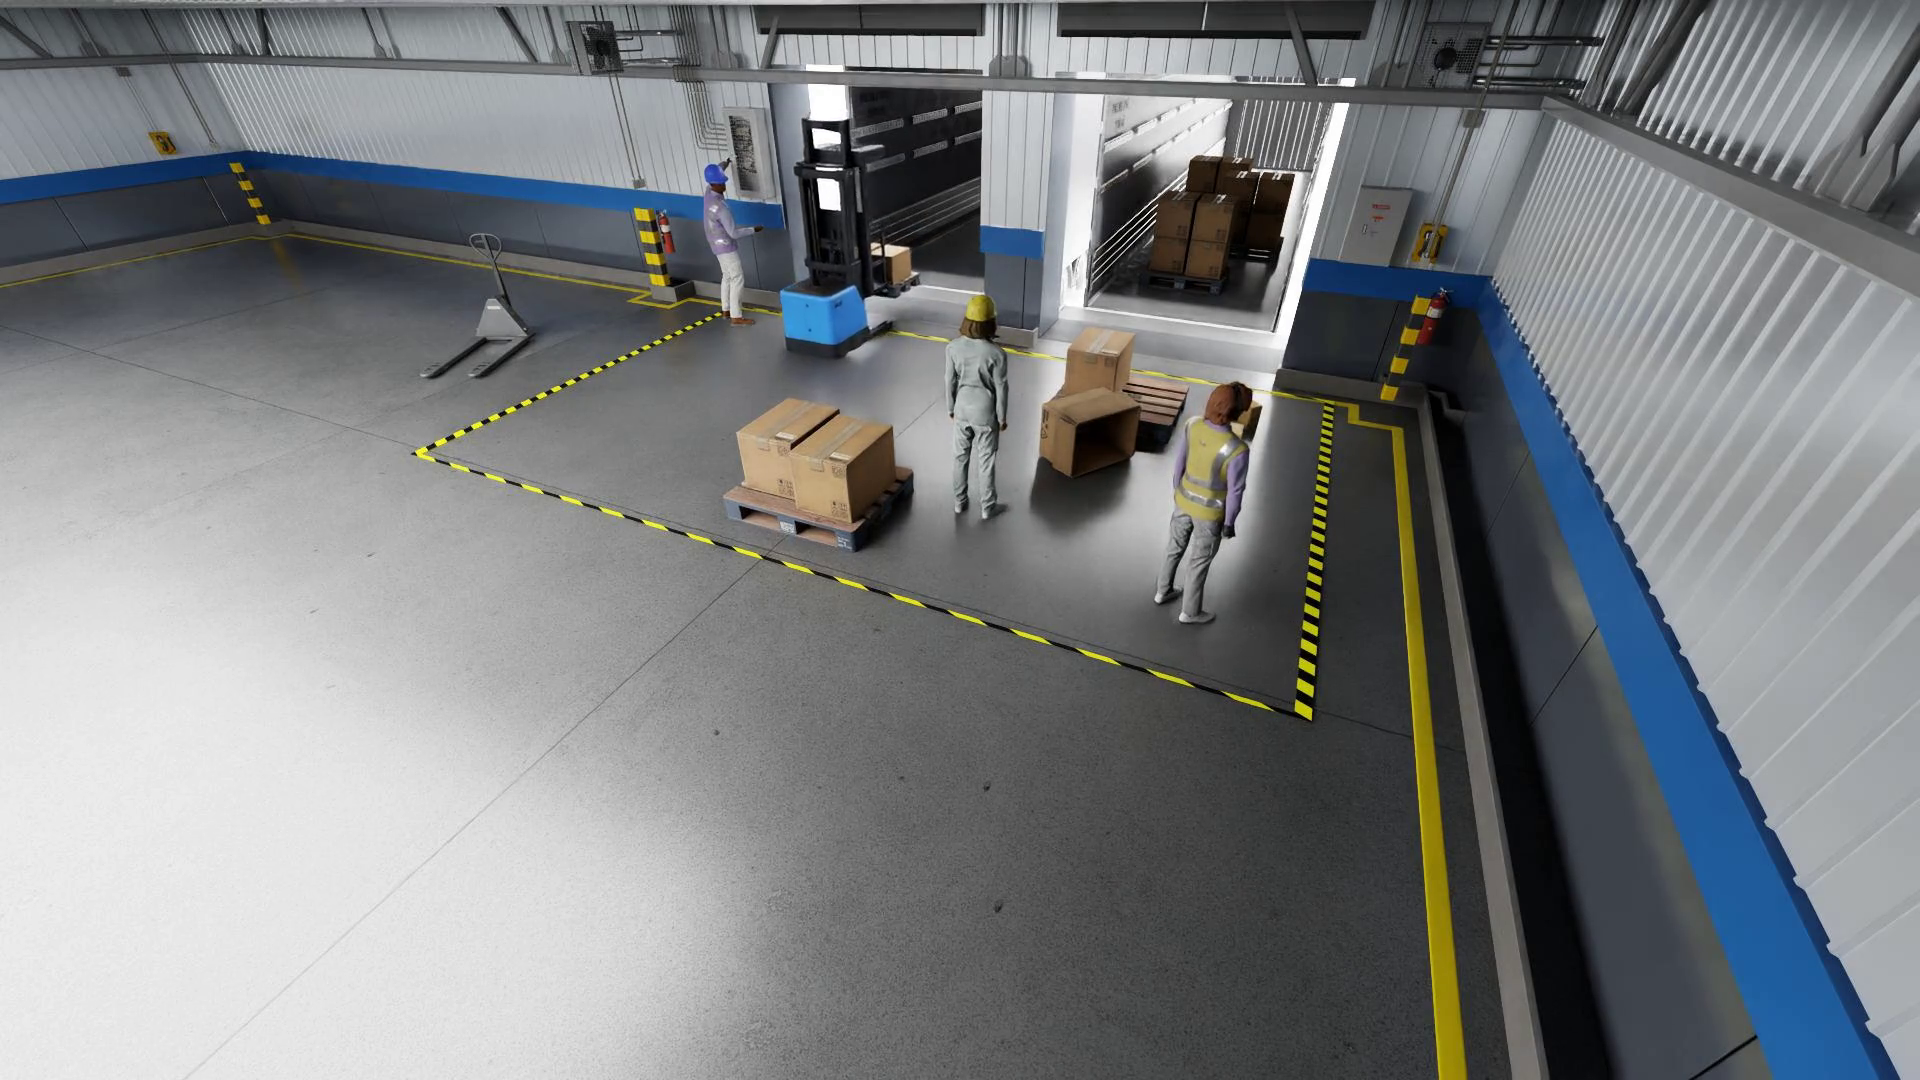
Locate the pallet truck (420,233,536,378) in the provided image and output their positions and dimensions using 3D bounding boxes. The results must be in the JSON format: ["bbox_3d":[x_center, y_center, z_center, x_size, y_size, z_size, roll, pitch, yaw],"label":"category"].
[{"bbox_3d":[-5.664,-2.712,8.427,0.680,1.201,1.601,0,35,-1],"label":"pallet truck"}]

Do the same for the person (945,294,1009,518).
[{"bbox_3d":[0.136,-0.975,5.554,0.492,1.742,0.318,15,38,20],"label":"person"}]

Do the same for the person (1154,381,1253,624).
[{"bbox_3d":[1.505,-0.198,4.552,0.308,1.638,0.522,-17,39,-22],"label":"person"}]

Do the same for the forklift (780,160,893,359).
[{"bbox_3d":[-1.575,-3.187,8.402,0.716,2.013,0.776,15,38,20],"label":"forklift"}]

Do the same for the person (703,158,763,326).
[{"bbox_3d":[-2.914,-3.810,9.394,0.685,1.908,1.068,-18,39,-23],"label":"person"}]
